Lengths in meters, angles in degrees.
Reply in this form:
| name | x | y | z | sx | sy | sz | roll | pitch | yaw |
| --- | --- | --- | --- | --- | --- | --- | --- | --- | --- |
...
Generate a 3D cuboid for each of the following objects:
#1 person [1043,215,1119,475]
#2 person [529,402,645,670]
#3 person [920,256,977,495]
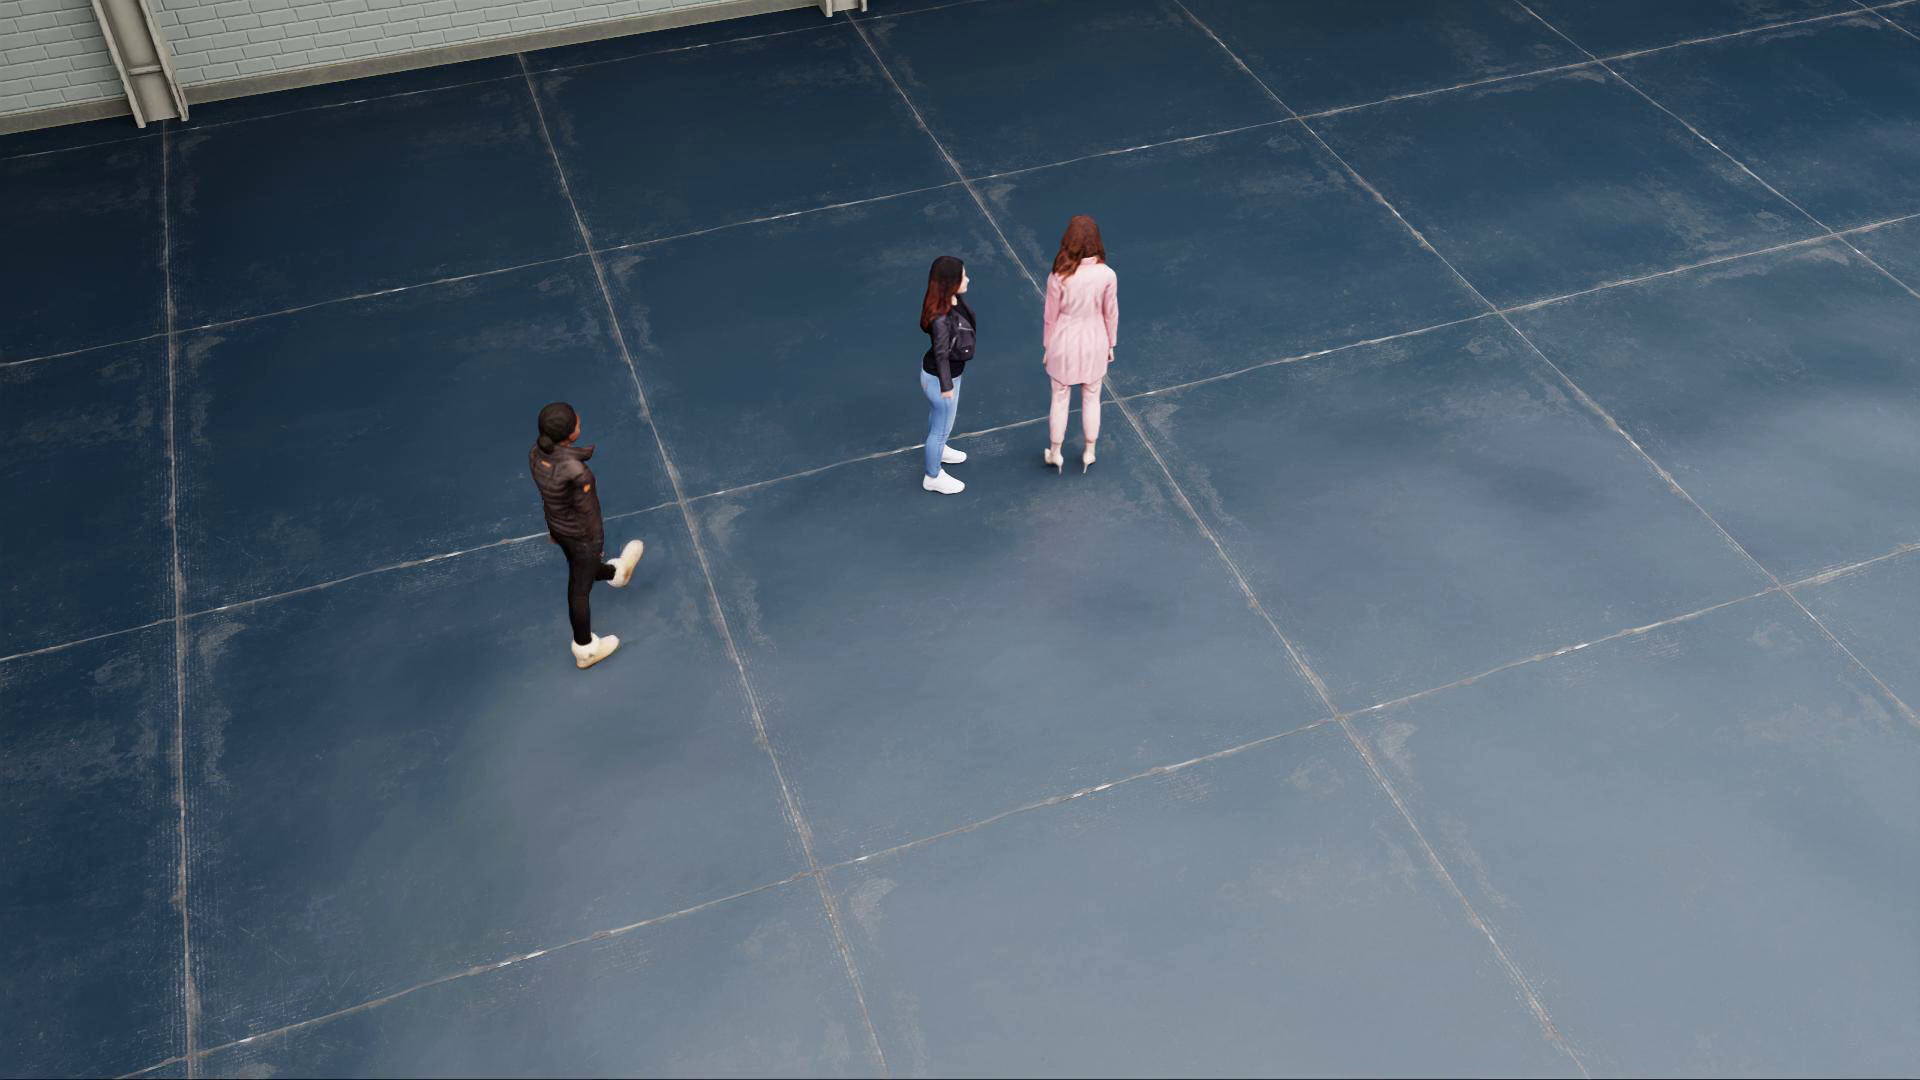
| name | x | y | z | sx | sy | sz | roll | pitch | yaw |
| --- | --- | --- | --- | --- | --- | --- | --- | --- | --- |
| person | 0.714 | -1.160 | 10.140 | 0.561 | 1.797 | 0.722 | -2 | 43 | -2 |
| person | -2.004 | -0.095 | 9.122 | 0.924 | 1.630 | 1.091 | -18 | 46 | -18 |
| person | -0.096 | -1.019 | 10.113 | 0.696 | 1.628 | 0.707 | 3 | 43 | 3 |
